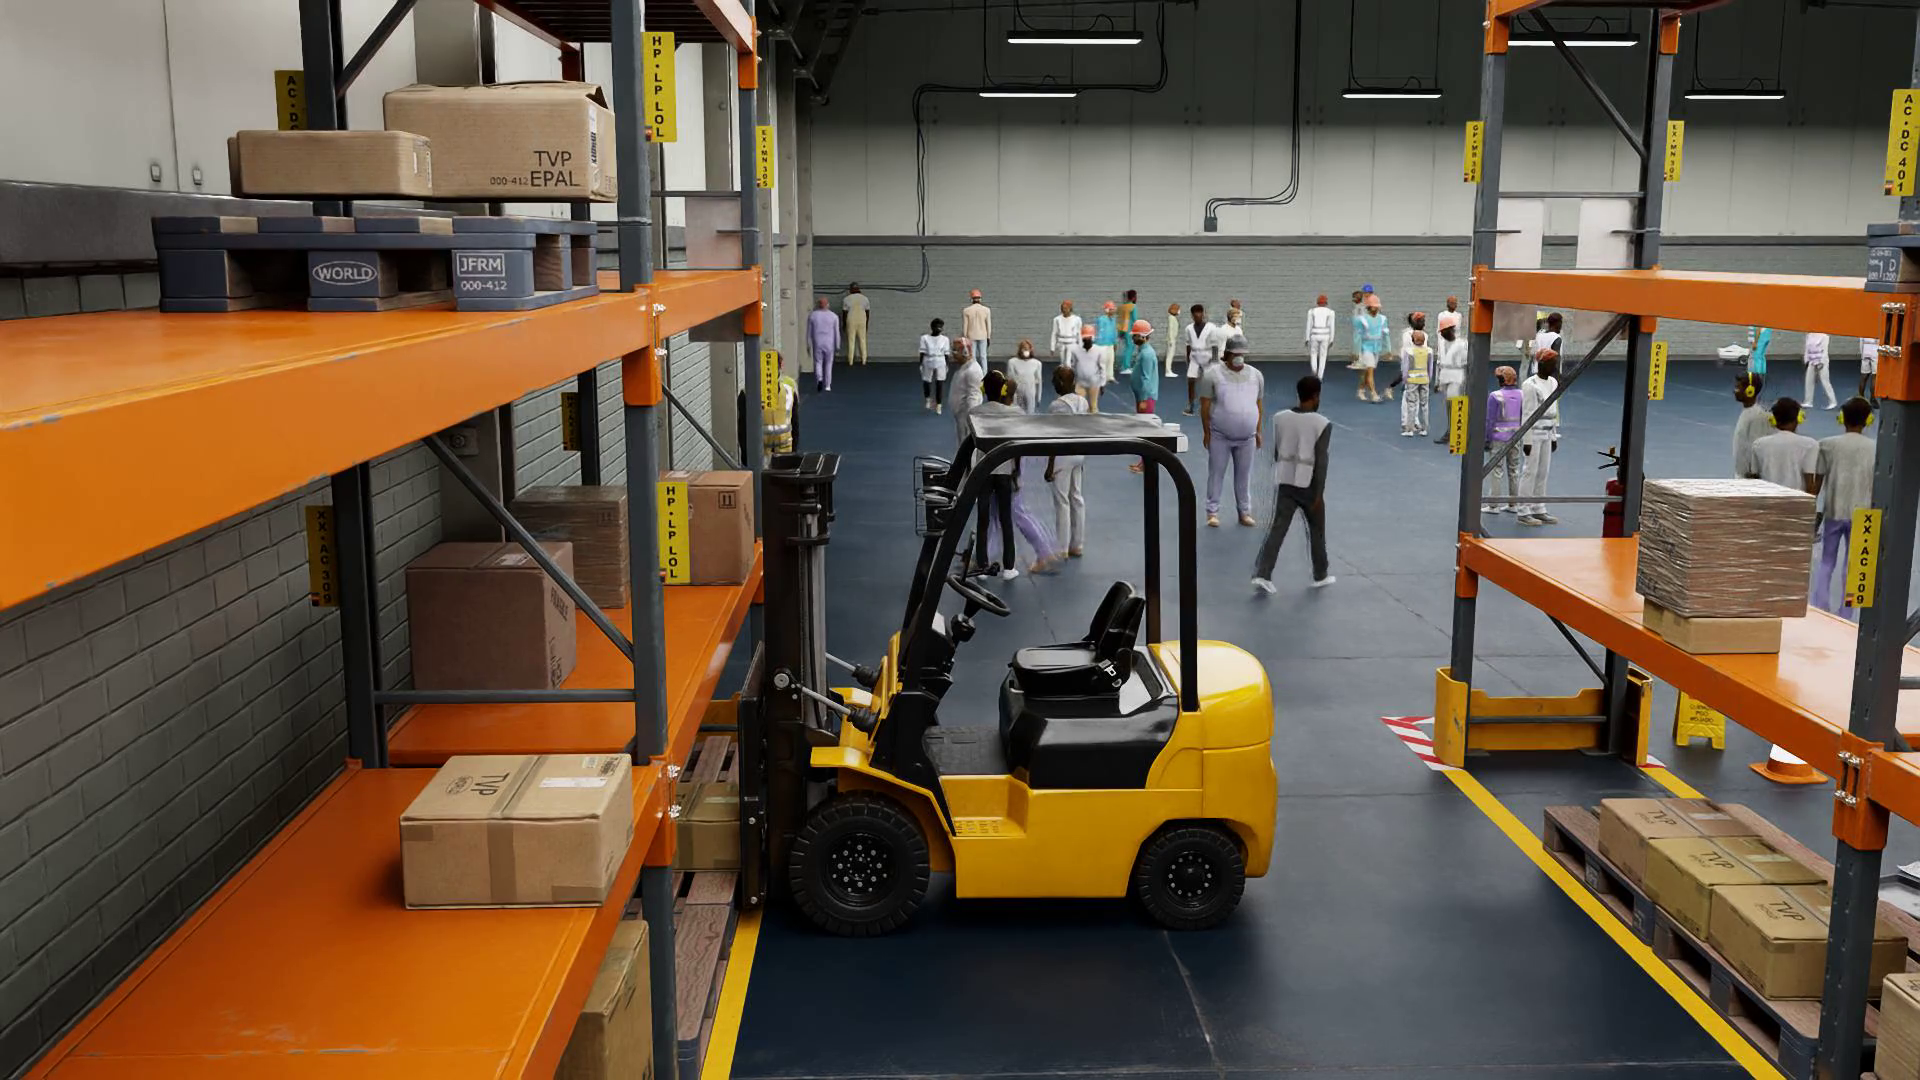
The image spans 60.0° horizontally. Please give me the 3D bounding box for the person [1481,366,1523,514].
[{"bbox_3d":[5.991,-1.094,18.303,0.514,1.632,0.312,-4,11,-23],"label":"person"}]

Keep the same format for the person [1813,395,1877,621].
[{"bbox_3d":[6.692,-0.163,12.508,0.518,1.853,0.570,8,13,37],"label":"person"}]

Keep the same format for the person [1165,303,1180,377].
[{"bbox_3d":[4.718,-4.433,36.920,0.283,1.625,0.511,2,10,13],"label":"person"}]

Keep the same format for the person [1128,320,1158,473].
[{"bbox_3d":[2.361,-1.853,21.554,0.406,1.987,0.608,0,10,-1],"label":"person"}]

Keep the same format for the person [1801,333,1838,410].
[{"bbox_3d":[15.366,-3.134,29.676,0.467,1.625,0.697,-2,10,-12],"label":"person"}]

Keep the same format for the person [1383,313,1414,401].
[{"bbox_3d":[8.403,-3.438,31.239,0.781,1.670,0.533,3,11,18],"label":"person"}]

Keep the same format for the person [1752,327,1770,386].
[{"bbox_3d":[16.618,-4.108,34.531,0.518,1.835,0.352,-10,14,-44],"label":"person"}]

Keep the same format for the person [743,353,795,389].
[{"bbox_3d":[-2.050,-1.117,17.947,0.594,1.805,0.741,-1,10,-6],"label":"person"}]

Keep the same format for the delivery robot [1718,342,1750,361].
[{"bbox_3d":[18.702,-4.530,40.173,0.707,0.478,0.477,5,11,26],"label":"delivery robot"}]

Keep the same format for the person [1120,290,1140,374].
[{"bbox_3d":[3.917,-4.721,37.756,0.594,1.895,0.593,-3,11,-18],"label":"person"}]

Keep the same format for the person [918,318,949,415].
[{"bbox_3d":[-0.453,-3.014,28.860,0.556,1.671,0.486,-2,10,-10],"label":"person"}]

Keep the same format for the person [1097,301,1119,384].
[{"bbox_3d":[3.124,-4.156,35.029,0.459,1.740,0.607,9,14,41],"label":"person"}]

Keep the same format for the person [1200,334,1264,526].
[{"bbox_3d":[2.883,-1.153,17.483,0.682,2.000,0.537,-1,10,-8],"label":"person"}]

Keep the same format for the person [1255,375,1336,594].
[{"bbox_3d":[2.875,-0.479,14.210,0.598,1.875,0.989,9,14,42],"label":"person"}]

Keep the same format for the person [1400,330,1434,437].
[{"bbox_3d":[7.018,-2.400,25.544,0.513,1.642,0.311,-2,10,-12],"label":"person"}]

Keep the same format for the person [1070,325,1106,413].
[{"bbox_3d":[1.891,-2.355,25.042,0.590,1.719,0.791,3,11,17],"label":"person"}]

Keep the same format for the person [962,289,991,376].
[{"bbox_3d":[0.347,-4.220,34.698,0.608,1.995,0.378,-2,10,-9],"label":"person"}]

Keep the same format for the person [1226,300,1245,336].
[{"bbox_3d":[6.470,-4.834,39.142,0.511,1.630,0.315,-5,11,-27],"label":"person"}]

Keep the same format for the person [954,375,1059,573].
[{"bbox_3d":[0.450,-0.584,15.001,0.920,1.804,0.508,0,10,-1],"label":"person"}]

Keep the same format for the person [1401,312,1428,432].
[{"bbox_3d":[7.192,-2.649,26.260,0.575,1.883,0.355,-9,14,-41],"label":"person"}]

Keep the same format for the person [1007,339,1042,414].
[{"bbox_3d":[0.909,-2.053,23.655,0.522,1.616,0.535,0,10,-2],"label":"person"}]

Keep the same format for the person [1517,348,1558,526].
[{"bbox_3d":[6.118,-1.083,17.562,0.581,1.879,0.369,-9,13,-40],"label":"person"}]

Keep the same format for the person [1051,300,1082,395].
[{"bbox_3d":[2.118,-3.815,32.872,0.589,1.851,0.952,4,11,19],"label":"person"}]

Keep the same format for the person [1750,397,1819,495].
[{"bbox_3d":[6.235,-0.168,12.628,0.536,1.809,0.804,9,13,41],"label":"person"}]

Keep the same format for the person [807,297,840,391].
[{"bbox_3d":[-2.719,-3.898,33.172,0.662,1.894,0.500,0,10,-1],"label":"person"}]

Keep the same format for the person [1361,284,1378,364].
[{"bbox_3d":[9.997,-5.299,40.837,0.384,1.948,0.605,-5,11,-27],"label":"person"}]

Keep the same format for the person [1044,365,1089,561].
[{"bbox_3d":[0.988,-0.726,15.654,0.345,1.845,0.508,9,14,41],"label":"person"}]

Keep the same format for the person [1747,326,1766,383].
[{"bbox_3d":[16.893,-4.226,35.179,0.403,1.835,0.586,1,10,7],"label":"person"}]

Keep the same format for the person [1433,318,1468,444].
[{"bbox_3d":[7.377,-2.378,24.836,0.876,1.876,0.567,-5,12,-28],"label":"person"}]

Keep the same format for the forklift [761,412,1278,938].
[{"bbox_3d":[0.291,0.548,7.580,2.313,2.155,1.214,0,10,-2],"label":"forklift"}]

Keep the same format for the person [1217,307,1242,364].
[{"bbox_3d":[4.355,-2.781,26.834,0.356,1.938,0.633,8,13,37],"label":"person"}]

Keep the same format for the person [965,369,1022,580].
[{"bbox_3d":[0.292,-0.575,14.741,0.513,1.871,0.329,1,10,4],"label":"person"}]

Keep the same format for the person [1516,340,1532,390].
[{"bbox_3d":[11.005,-3.714,32.290,0.394,1.847,0.563,4,11,21],"label":"person"}]

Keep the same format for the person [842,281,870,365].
[{"bbox_3d":[-2.562,-5.280,40.472,0.681,2.000,0.538,-4,11,-20],"label":"person"}]

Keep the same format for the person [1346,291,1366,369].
[{"bbox_3d":[9.328,-4.927,39.064,0.346,1.843,0.507,-1,10,-4],"label":"person"}]

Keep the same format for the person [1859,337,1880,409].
[{"bbox_3d":[16.407,-3.316,29.822,0.363,1.936,0.552,-3,11,-17],"label":"person"}]

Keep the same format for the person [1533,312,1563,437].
[{"bbox_3d":[9.028,-2.529,25.519,0.397,1.911,0.588,-1,10,-6],"label":"person"}]

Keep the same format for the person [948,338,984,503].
[{"bbox_3d":[0.059,-1.367,19.081,0.397,1.899,0.660,-2,10,-13],"label":"person"}]

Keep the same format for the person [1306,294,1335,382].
[{"bbox_3d":[7.713,-4.317,35.576,0.586,1.868,0.473,3,11,15],"label":"person"}]

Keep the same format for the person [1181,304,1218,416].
[{"bbox_3d":[4.166,-3.090,28.649,0.625,1.922,0.692,6,12,30],"label":"person"}]

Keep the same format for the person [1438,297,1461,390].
[{"bbox_3d":[9.881,-3.963,33.572,0.575,1.885,0.355,-5,11,-28],"label":"person"}]

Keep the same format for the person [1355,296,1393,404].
[{"bbox_3d":[7.663,-3.536,30.947,0.621,1.989,1.074,-3,11,-18],"label":"person"}]

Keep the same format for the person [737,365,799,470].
[{"bbox_3d":[-1.903,-0.902,16.633,0.625,1.846,0.429,-4,11,-19],"label":"person"}]

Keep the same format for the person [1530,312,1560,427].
[{"bbox_3d":[9.334,-2.744,26.822,0.821,1.866,0.592,3,11,16],"label":"person"}]
